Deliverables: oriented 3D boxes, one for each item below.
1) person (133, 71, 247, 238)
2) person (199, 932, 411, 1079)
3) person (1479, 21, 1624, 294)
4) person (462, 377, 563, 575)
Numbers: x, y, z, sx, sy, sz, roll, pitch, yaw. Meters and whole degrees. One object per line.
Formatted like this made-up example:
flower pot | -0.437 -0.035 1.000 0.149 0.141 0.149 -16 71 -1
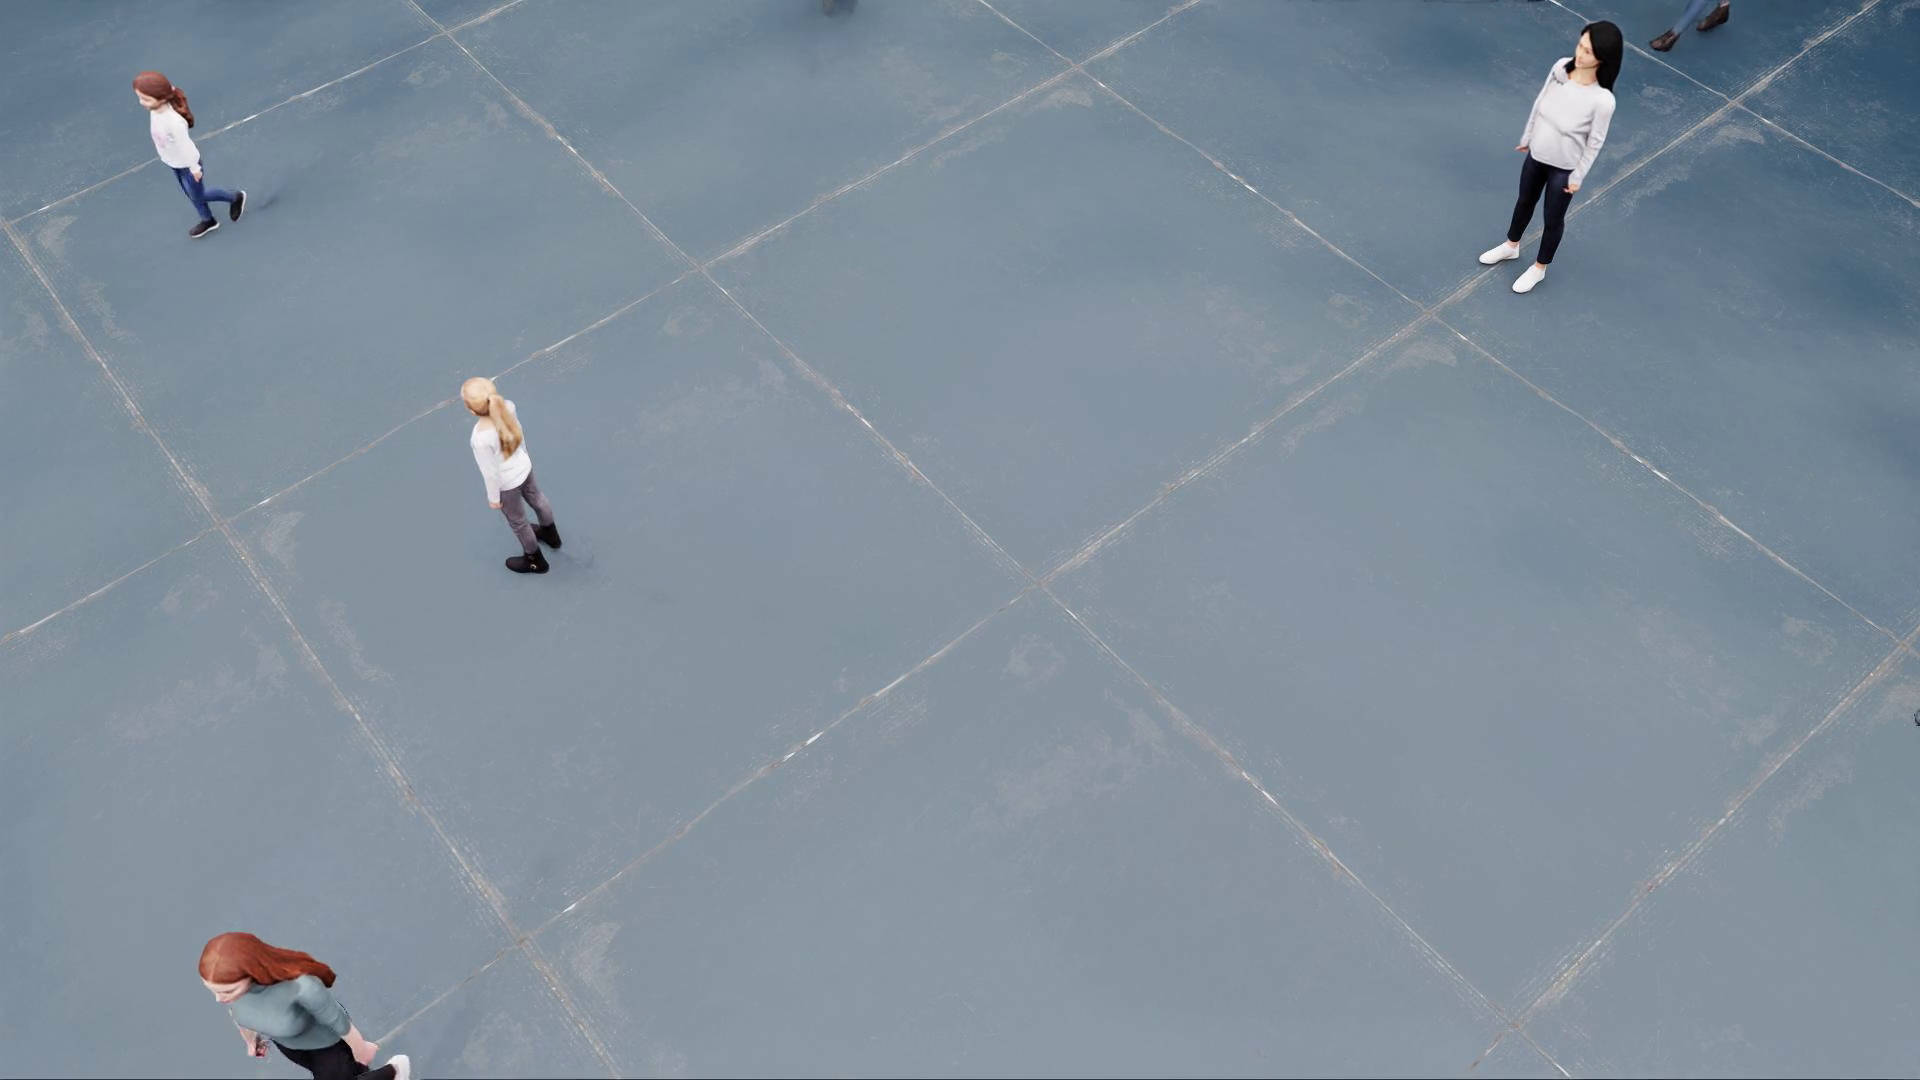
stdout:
person | -4.440 -2.243 9.581 0.473 1.104 0.611 37 61 25
person | -2.325 1.746 6.094 0.726 1.734 0.764 17 54 13
person | 3.270 -2.093 9.088 0.597 1.700 0.650 -25 56 -18
person | -2.151 -0.313 7.976 0.635 1.278 0.551 15 54 11
